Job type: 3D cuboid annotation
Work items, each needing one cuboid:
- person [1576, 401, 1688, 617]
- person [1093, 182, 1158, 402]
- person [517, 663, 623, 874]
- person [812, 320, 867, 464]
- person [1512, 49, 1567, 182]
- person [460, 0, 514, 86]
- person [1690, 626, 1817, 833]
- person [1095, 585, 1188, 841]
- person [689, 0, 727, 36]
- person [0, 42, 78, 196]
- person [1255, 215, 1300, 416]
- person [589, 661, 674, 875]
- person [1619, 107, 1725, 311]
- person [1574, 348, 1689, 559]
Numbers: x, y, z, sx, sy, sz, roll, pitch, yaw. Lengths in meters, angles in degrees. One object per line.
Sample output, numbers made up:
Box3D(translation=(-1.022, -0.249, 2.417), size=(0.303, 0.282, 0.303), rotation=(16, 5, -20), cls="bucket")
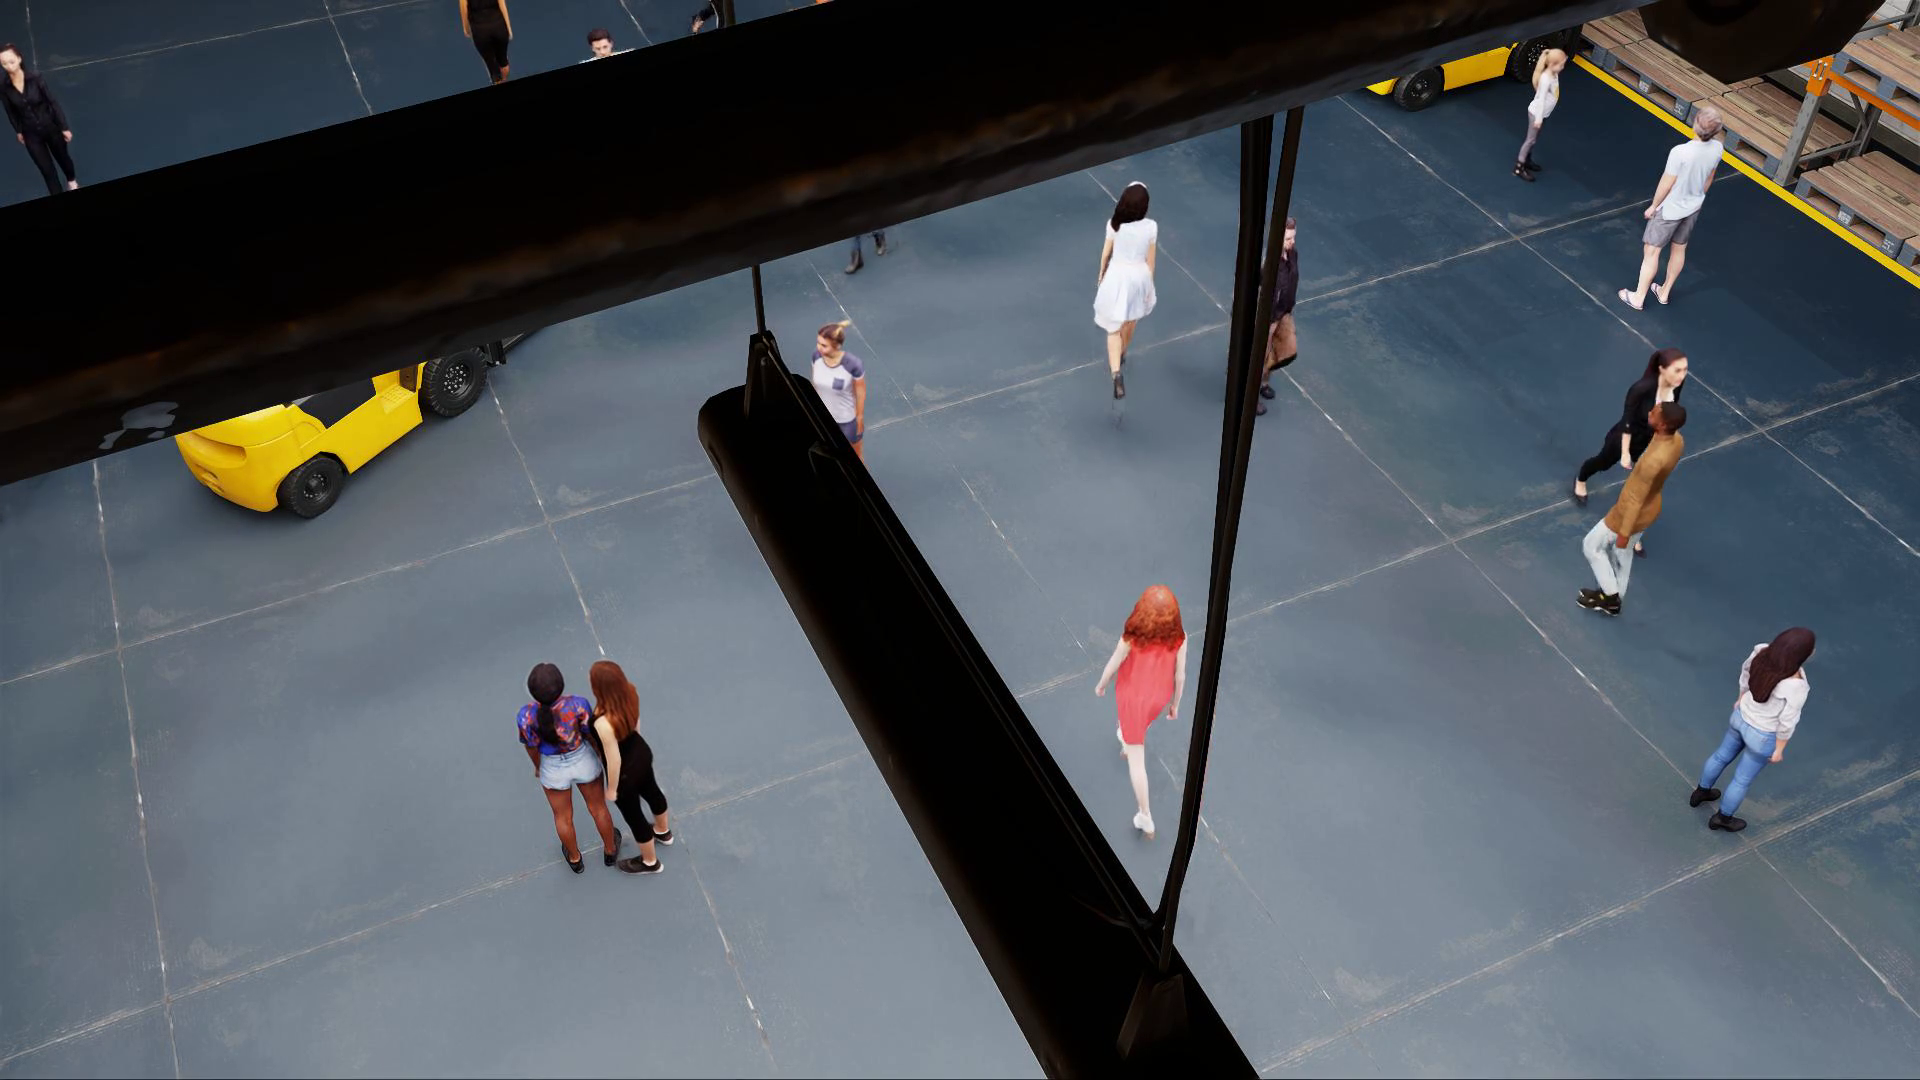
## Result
Box3D(translation=(4.557, -0.145, 11.052), size=(0.756, 1.805, 0.754), rotation=(29, 51, 27), cls="person")
Box3D(translation=(1.294, -1.885, 12.891), size=(1.005, 1.787, 1.214), rotation=(3, 44, 3), cls="person")
Box3D(translation=(-2.249, 1.307, 9.572), size=(0.617, 1.743, 0.559), rotation=(-11, 45, -12), cls="person")
Box3D(translation=(-0.879, -0.905, 11.982), size=(0.633, 1.623, 0.715), rotation=(18, 47, 18), cls="person")
Box3D(translation=(5.373, -3.979, 15.458), size=(0.638, 1.277, 0.586), rotation=(19, 47, 19), cls="person")
Box3D(translation=(-4.564, -4.911, 16.187), size=(0.581, 1.621, 1.074), rotation=(-18, 46, -18), cls="person")
Box3D(translation=(4.714, 1.110, 9.858), size=(0.700, 1.635, 0.508), rotation=(-10, 45, -10), cls="person")
Box3D(translation=(1.100, 1.041, 9.827), size=(0.765, 1.777, 1.163), rotation=(-9, 44, -9), cls="person")
Box3D(translation=(-2.563, -5.727, 17.001), size=(1.115, 1.681, 0.903), rotation=(29, 51, 27), cls="person")
Box3D(translation=(-8.156, -3.635, 14.812), size=(0.582, 1.671, 1.014), rotation=(-17, 46, -17), cls="person")
Box3D(translation=(2.270, -1.768, 12.739), size=(0.805, 1.828, 0.806), rotation=(29, 50, 27), cls="person")
Box3D(translation=(-1.909, 1.301, 9.591), size=(0.706, 1.726, 0.631), rotation=(10, 45, 11), cls="person")
Box3D(translation=(5.936, -2.734, 13.750), size=(0.686, 1.832, 0.619), rotation=(-10, 45, -10), cls="person")
Box3D(translation=(4.735, -0.732, 11.804), size=(0.754, 1.618, 1.118), rotation=(-9, 44, -9), cls="person")
